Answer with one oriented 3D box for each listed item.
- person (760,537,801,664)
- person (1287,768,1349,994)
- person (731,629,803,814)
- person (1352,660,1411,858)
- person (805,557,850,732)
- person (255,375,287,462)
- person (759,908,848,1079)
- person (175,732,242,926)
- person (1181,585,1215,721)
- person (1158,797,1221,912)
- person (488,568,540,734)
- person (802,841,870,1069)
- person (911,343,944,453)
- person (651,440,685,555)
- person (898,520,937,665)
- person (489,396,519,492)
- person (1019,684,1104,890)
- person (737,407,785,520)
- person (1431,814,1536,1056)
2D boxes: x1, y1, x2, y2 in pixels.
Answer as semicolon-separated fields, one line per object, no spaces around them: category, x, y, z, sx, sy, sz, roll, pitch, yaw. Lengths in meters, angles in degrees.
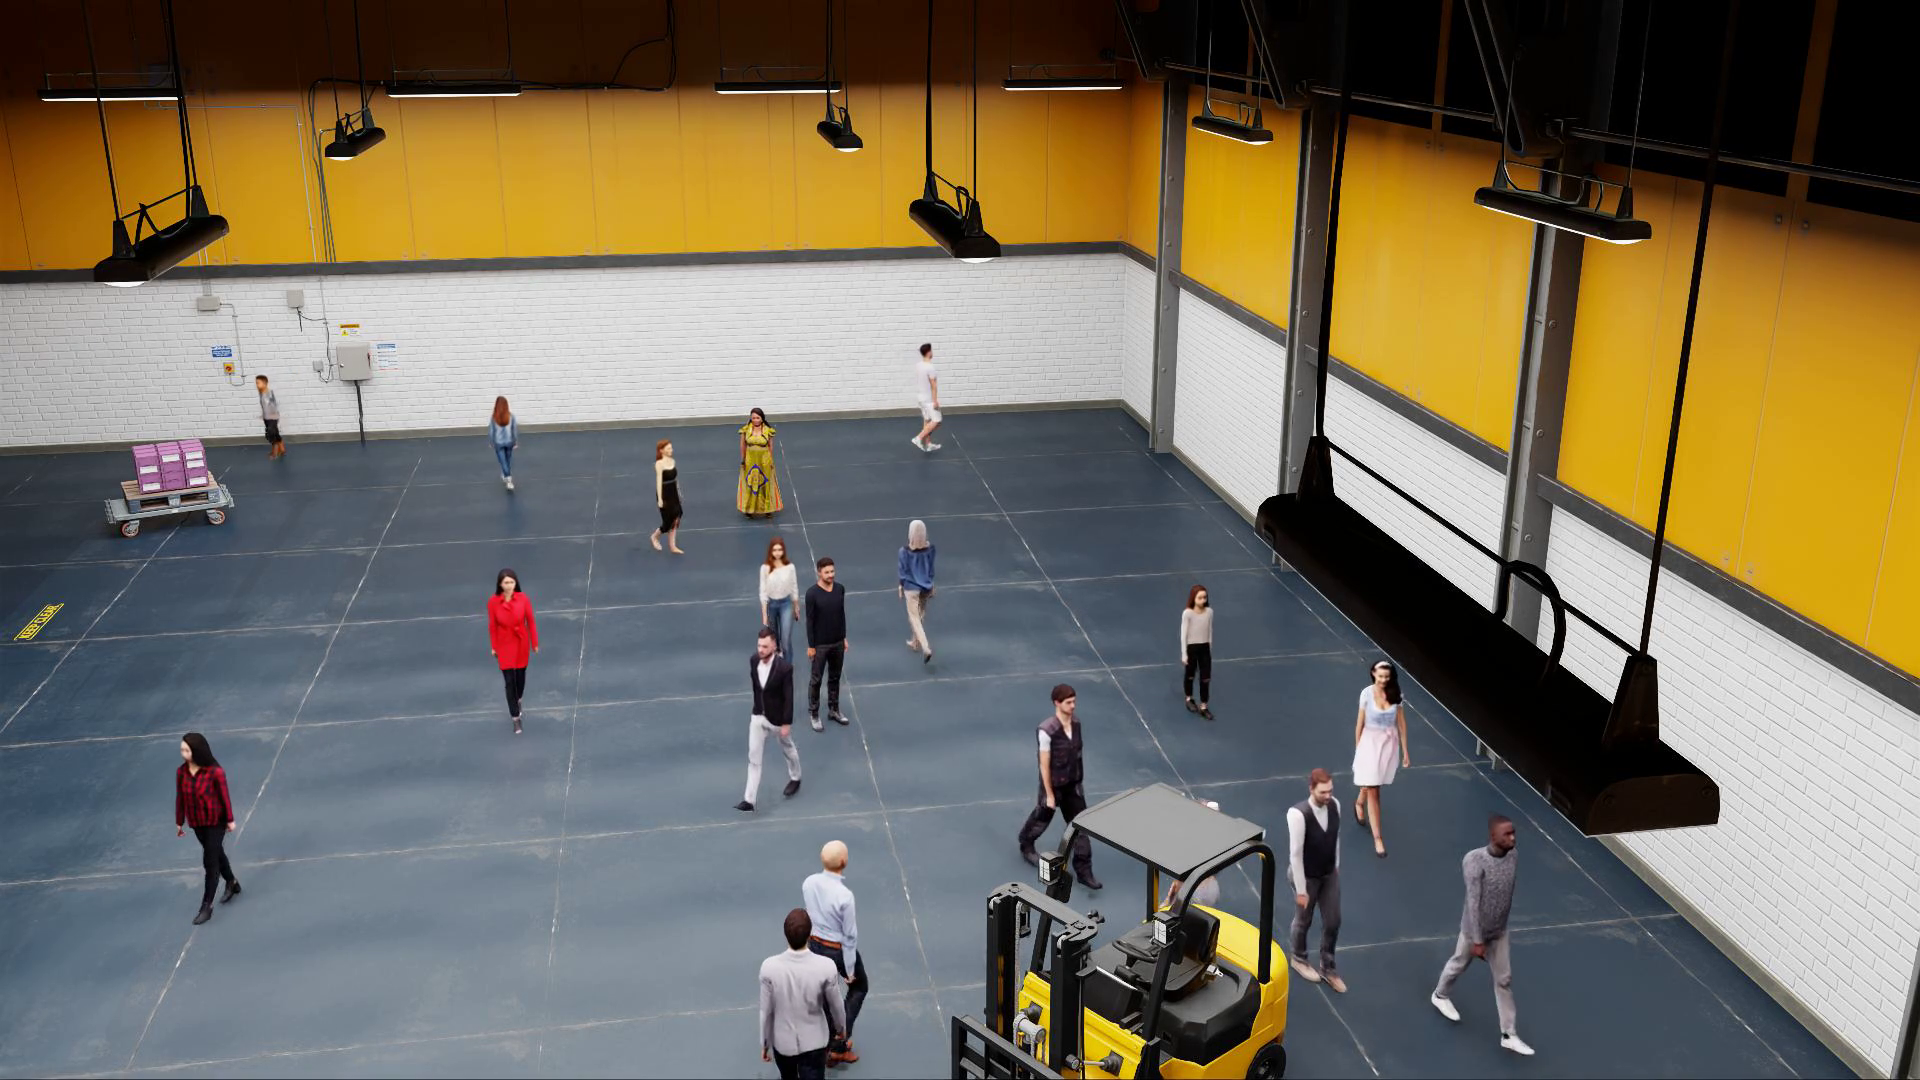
person;-2.045;0.762;18.659;0.670;1.694;1.138;-2;19;-6
person;2.686;2.566;12.961;0.840;1.912;0.877;-11;21;-29
person;-1.717;1.675;15.799;1.184;1.790;1.306;10;21;28
person;3.776;1.911;15.144;0.696;1.760;1.193;-2;19;-5
person;-1.401;1.067;17.480;0.708;1.869;0.689;-13;22;-33
person;-11.377;-2.099;27.559;0.769;1.436;0.837;9;21;26
person;-1.050;3.328;10.870;0.852;1.802;1.220;0;19;0
person;-6.301;2.345;14.057;0.821;1.631;1.022;4;19;11
person;2.503;1.159;17.841;0.612;1.464;0.800;-5;19;-15
person;1.928;2.792;12.681;1.055;1.661;1.043;9;21;25
person;-4.721;1.115;17.569;0.748;1.721;0.964;-7;20;-20
person;-0.949;3.005;11.870;0.782;1.776;0.836;11;22;30
person;-0.599;-2.335;27.618;0.919;1.846;0.892;-10;21;-28
person;-4.064;-0.588;22.788;0.858;1.617;0.812;9;21;25
person;-0.457;0.608;19.152;0.822;1.672;1.139;-9;21;-25
person;-7.028;-1.466;25.655;0.791;1.452;1.068;-10;21;-28
person;0.791;2.107;14.492;1.034;1.805;1.292;-14;23;-36
person;-2.964;-1.143;24.369;0.828;1.660;0.736;-3;19;-9
person;3.810;2.843;12.326;0.888;1.792;1.240;-8;20;-23
